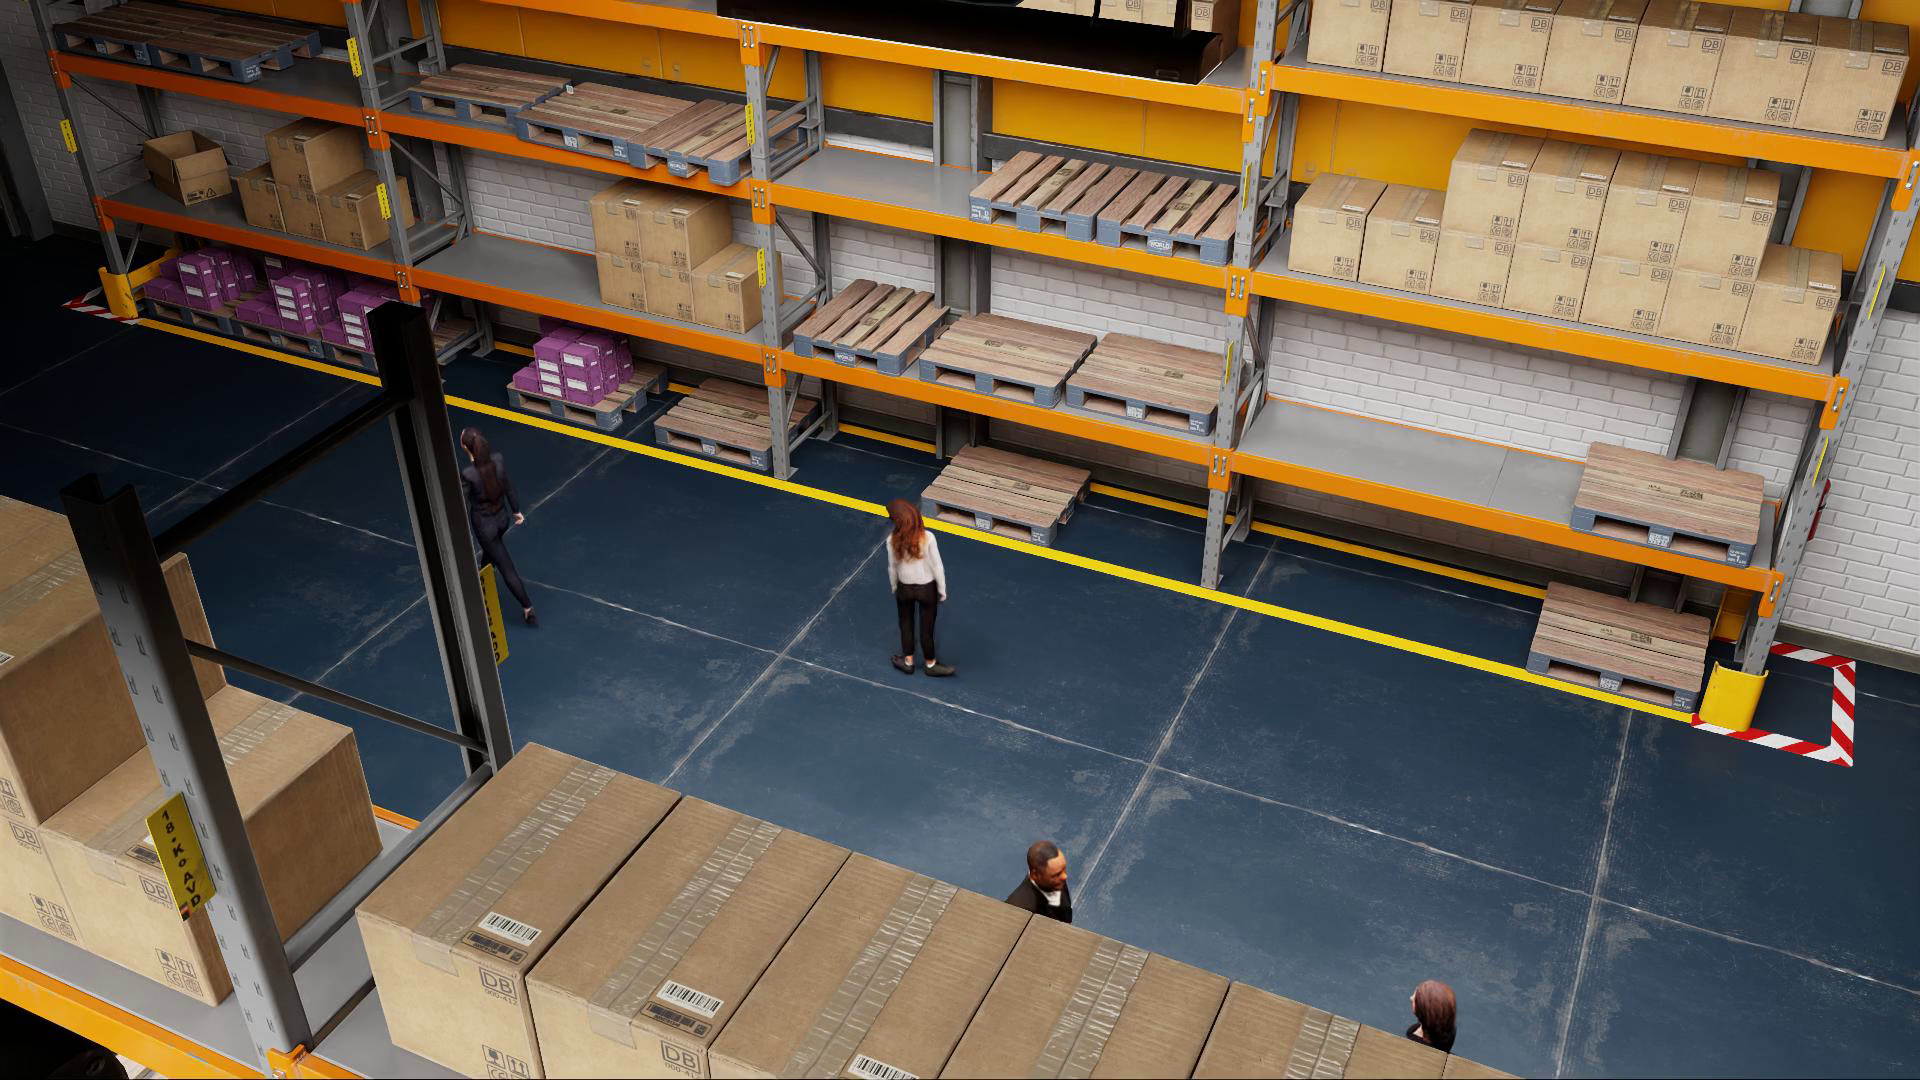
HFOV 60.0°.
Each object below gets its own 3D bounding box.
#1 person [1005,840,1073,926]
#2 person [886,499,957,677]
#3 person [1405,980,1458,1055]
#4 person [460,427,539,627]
[{"bbox_3d":[0.319,2.286,8.945,0.854,1.880,0.774,20,38,27],"label":"person"},{"bbox_3d":[-0.276,0.379,12.194,0.517,1.461,0.765,13,36,19],"label":"person"},{"bbox_3d":[2.293,2.827,8.291,0.570,1.703,0.632,23,40,31],"label":"person"},{"bbox_3d":[-3.499,-0.051,12.663,1.120,1.656,0.738,22,39,29],"label":"person"}]
